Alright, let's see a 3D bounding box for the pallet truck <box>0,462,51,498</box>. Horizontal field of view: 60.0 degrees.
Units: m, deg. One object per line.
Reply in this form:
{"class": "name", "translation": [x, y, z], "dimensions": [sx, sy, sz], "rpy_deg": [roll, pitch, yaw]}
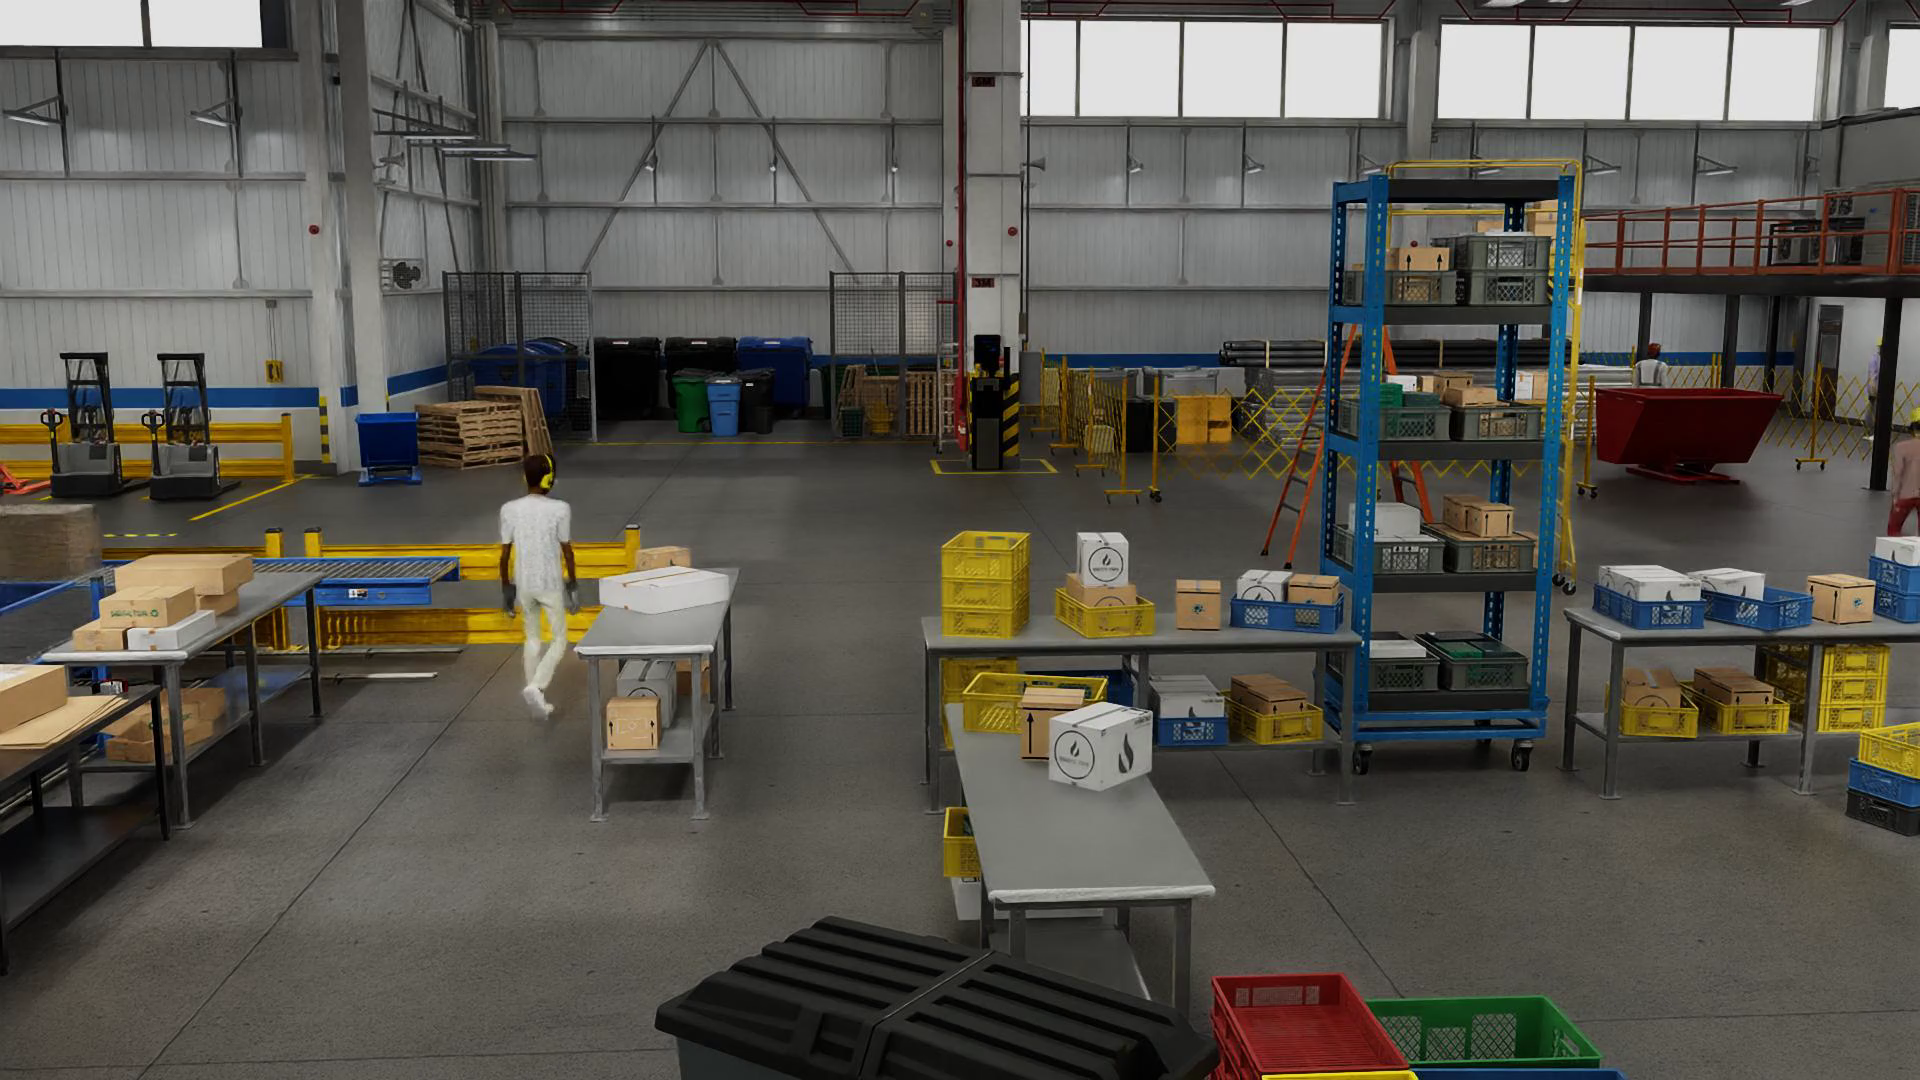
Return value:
{"class": "pallet truck", "translation": [-13.193, -1.293, 23.148], "dimensions": [0.653, 1.274, 1.630], "rpy_deg": [-1, 9, -4]}

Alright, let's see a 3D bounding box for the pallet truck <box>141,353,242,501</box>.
{"class": "pallet truck", "translation": [-10.520, -1.604, 22.925], "dimensions": [0.823, 1.965, 1.885], "rpy_deg": [-1, 9, -6]}

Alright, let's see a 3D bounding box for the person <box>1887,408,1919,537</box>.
{"class": "person", "translation": [9.356, -0.427, 16.345], "dimensions": [0.525, 1.737, 0.785], "rpy_deg": [1, 9, 9]}

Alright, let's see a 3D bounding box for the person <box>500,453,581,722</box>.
{"class": "person", "translation": [-2.843, 0.342, 11.182], "dimensions": [0.551, 1.848, 0.578], "rpy_deg": [2, 9, 10]}

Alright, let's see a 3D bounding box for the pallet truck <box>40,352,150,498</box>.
{"class": "pallet truck", "translation": [-11.907, -1.642, 23.165], "dimensions": [0.823, 1.965, 1.885], "rpy_deg": [0, 9, 0]}

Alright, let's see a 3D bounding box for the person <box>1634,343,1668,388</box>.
{"class": "person", "translation": [11.777, -2.414, 28.367], "dimensions": [0.352, 1.881, 0.576], "rpy_deg": [-7, 11, -37]}

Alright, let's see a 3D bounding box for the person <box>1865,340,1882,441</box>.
{"class": "person", "translation": [16.873, -2.760, 30.496], "dimensions": [0.596, 1.903, 0.499], "rpy_deg": [-7, 11, -38]}
